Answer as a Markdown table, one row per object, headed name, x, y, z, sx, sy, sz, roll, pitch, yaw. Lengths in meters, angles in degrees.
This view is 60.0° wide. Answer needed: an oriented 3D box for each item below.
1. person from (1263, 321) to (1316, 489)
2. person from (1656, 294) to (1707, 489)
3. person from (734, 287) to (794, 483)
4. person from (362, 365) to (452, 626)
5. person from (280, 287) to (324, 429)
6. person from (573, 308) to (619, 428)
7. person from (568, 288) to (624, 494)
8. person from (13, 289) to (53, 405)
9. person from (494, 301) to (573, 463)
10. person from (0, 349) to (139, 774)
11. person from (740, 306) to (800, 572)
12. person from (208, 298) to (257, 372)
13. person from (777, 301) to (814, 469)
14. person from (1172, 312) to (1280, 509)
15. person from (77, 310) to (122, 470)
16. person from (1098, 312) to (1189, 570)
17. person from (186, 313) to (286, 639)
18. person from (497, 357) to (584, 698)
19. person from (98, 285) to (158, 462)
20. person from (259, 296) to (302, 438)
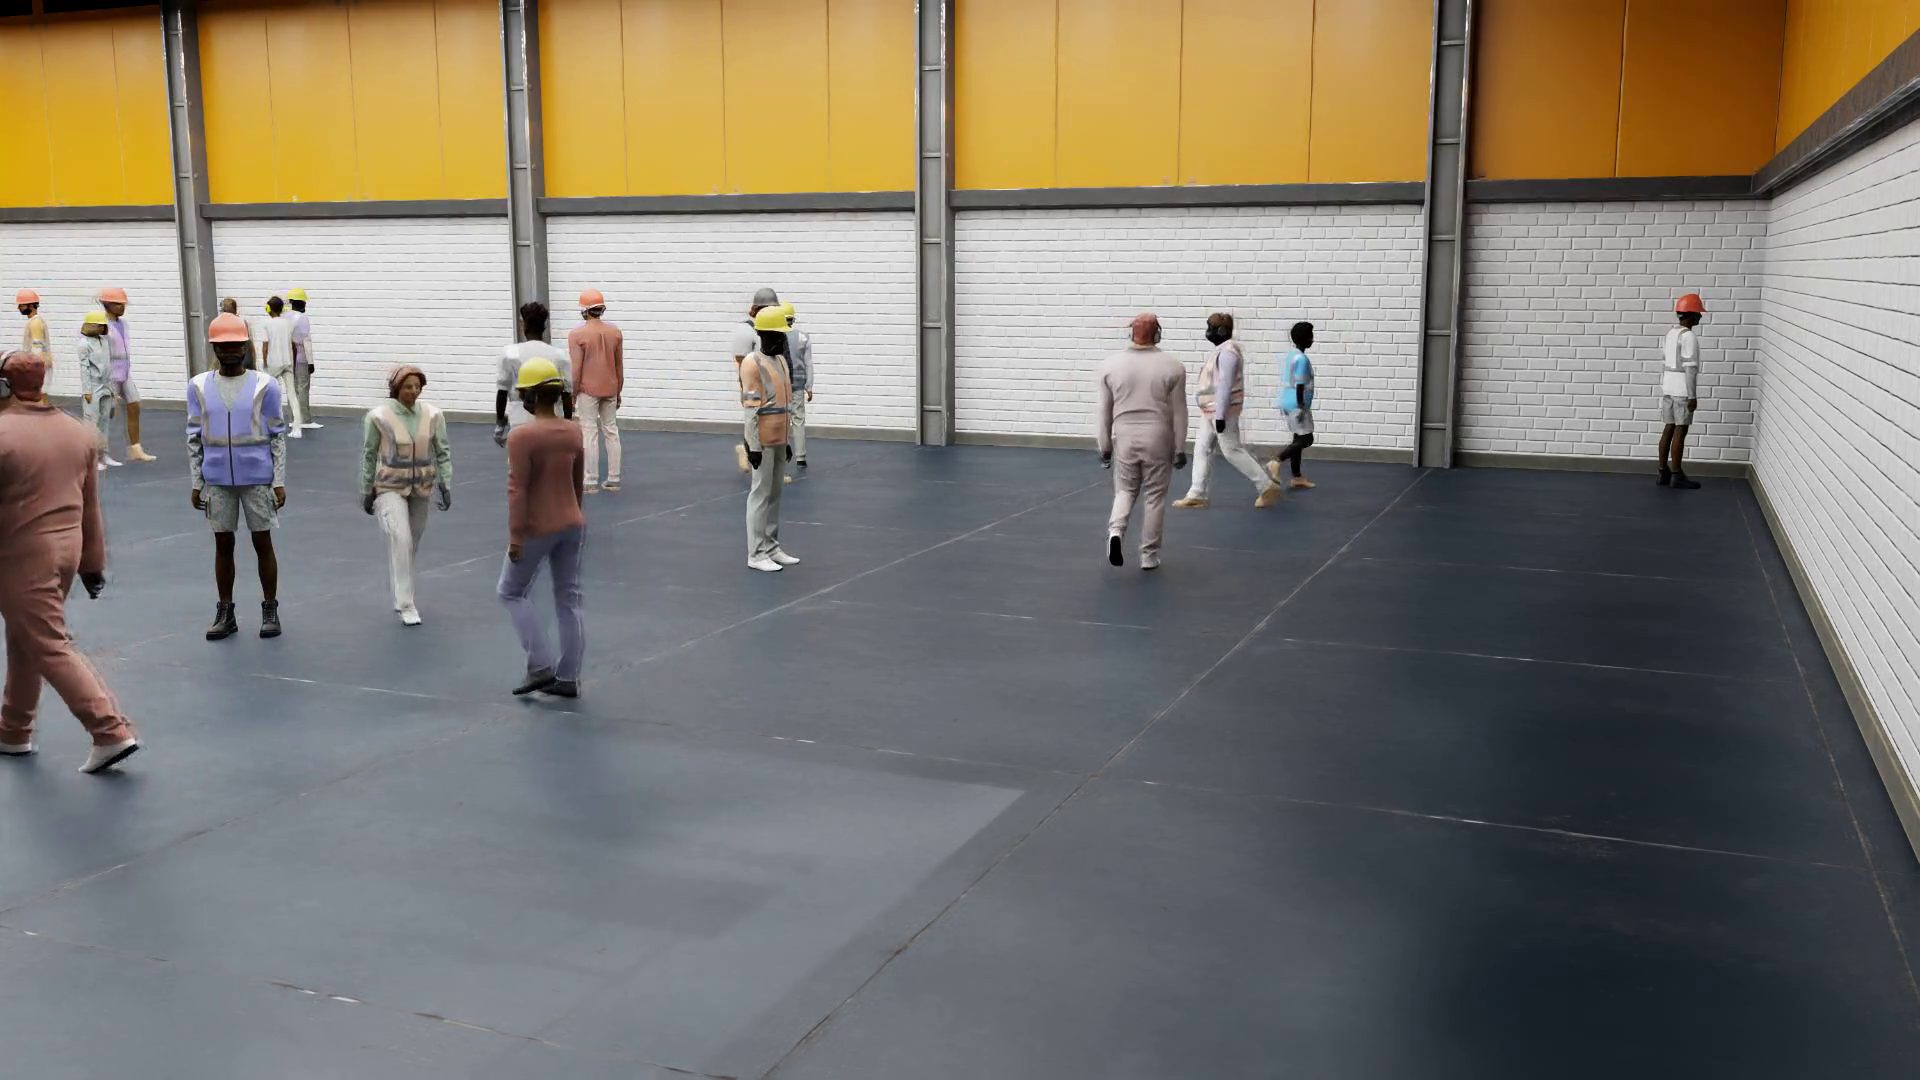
| name | x | y | z | sx | sy | sz | roll | pitch | yaw |
| --- | --- | --- | --- | --- | --- | --- | --- | --- | --- |
| person | 3.296 | -1.323 | 16.445 | 0.471 | 1.687 | 0.537 | 0 | 9 | -1 |
| person | 7.233 | -1.485 | 16.647 | 0.364 | 1.939 | 0.542 | 0 | 9 | -2 |
| person | -2.050 | -1.621 | 17.162 | 0.812 | 2.000 | 0.689 | 6 | 11 | 34 |
| person | -3.410 | -0.277 | 10.341 | 0.509 | 1.603 | 0.774 | -9 | 13 | -44 |
| person | -9.002 | -2.474 | 22.679 | 0.592 | 1.926 | 0.366 | 6 | 11 | 34 |
| person | -4.269 | -1.926 | 19.592 | 0.566 | 1.850 | 0.389 | -6 | 11 | -33 |
| person | -3.562 | -1.451 | 16.267 | 0.375 | 1.997 | 0.612 | 9 | 13 | 42 |
| person | -11.538 | -2.157 | 20.759 | 0.379 | 1.930 | 0.545 | -5 | 10 | -26 |
| person | -3.413 | -0.953 | 13.435 | 0.627 | 1.944 | 0.820 | -6 | 11 | -31 |
| person | -4.052 | 0.095 | 7.311 | 0.955 | 1.866 | 0.642 | 1 | 9 | 9 |
| person | -1.381 | -0.741 | 12.173 | 0.372 | 1.925 | 0.595 | 3 | 10 | 18 |
| person | -9.523 | -2.259 | 21.785 | 0.978 | 1.781 | 0.546 | 3 | 10 | 16 |
| person | -1.898 | -1.687 | 18.175 | 0.600 | 1.836 | 0.404 | -1 | 9 | -8 |
| person | 2.451 | -1.167 | 15.133 | 0.912 | 1.813 | 0.632 | 0 | 9 | 0 |
| person | -9.430 | -1.646 | 18.223 | 0.325 | 1.740 | 0.493 | 1 | 9 | 3 |
| person | 1.319 | -0.695 | 12.011 | 0.649 | 1.890 | 0.565 | 3 | 10 | 20 |
| person | -4.303 | -0.374 | 9.906 | 0.552 | 1.942 | 0.343 | -2 | 10 | -10 |
| person | -2.141 | -0.054 | 8.520 | 0.426 | 1.749 | 0.560 | 6 | 11 | 31 |
| person | -9.621 | -1.861 | 18.757 | 0.910 | 2.010 | 0.612 | 1 | 9 | 7 |
| person | -8.882 | -2.241 | 21.615 | 0.977 | 1.805 | 0.539 | 9 | 13 | 42 |
